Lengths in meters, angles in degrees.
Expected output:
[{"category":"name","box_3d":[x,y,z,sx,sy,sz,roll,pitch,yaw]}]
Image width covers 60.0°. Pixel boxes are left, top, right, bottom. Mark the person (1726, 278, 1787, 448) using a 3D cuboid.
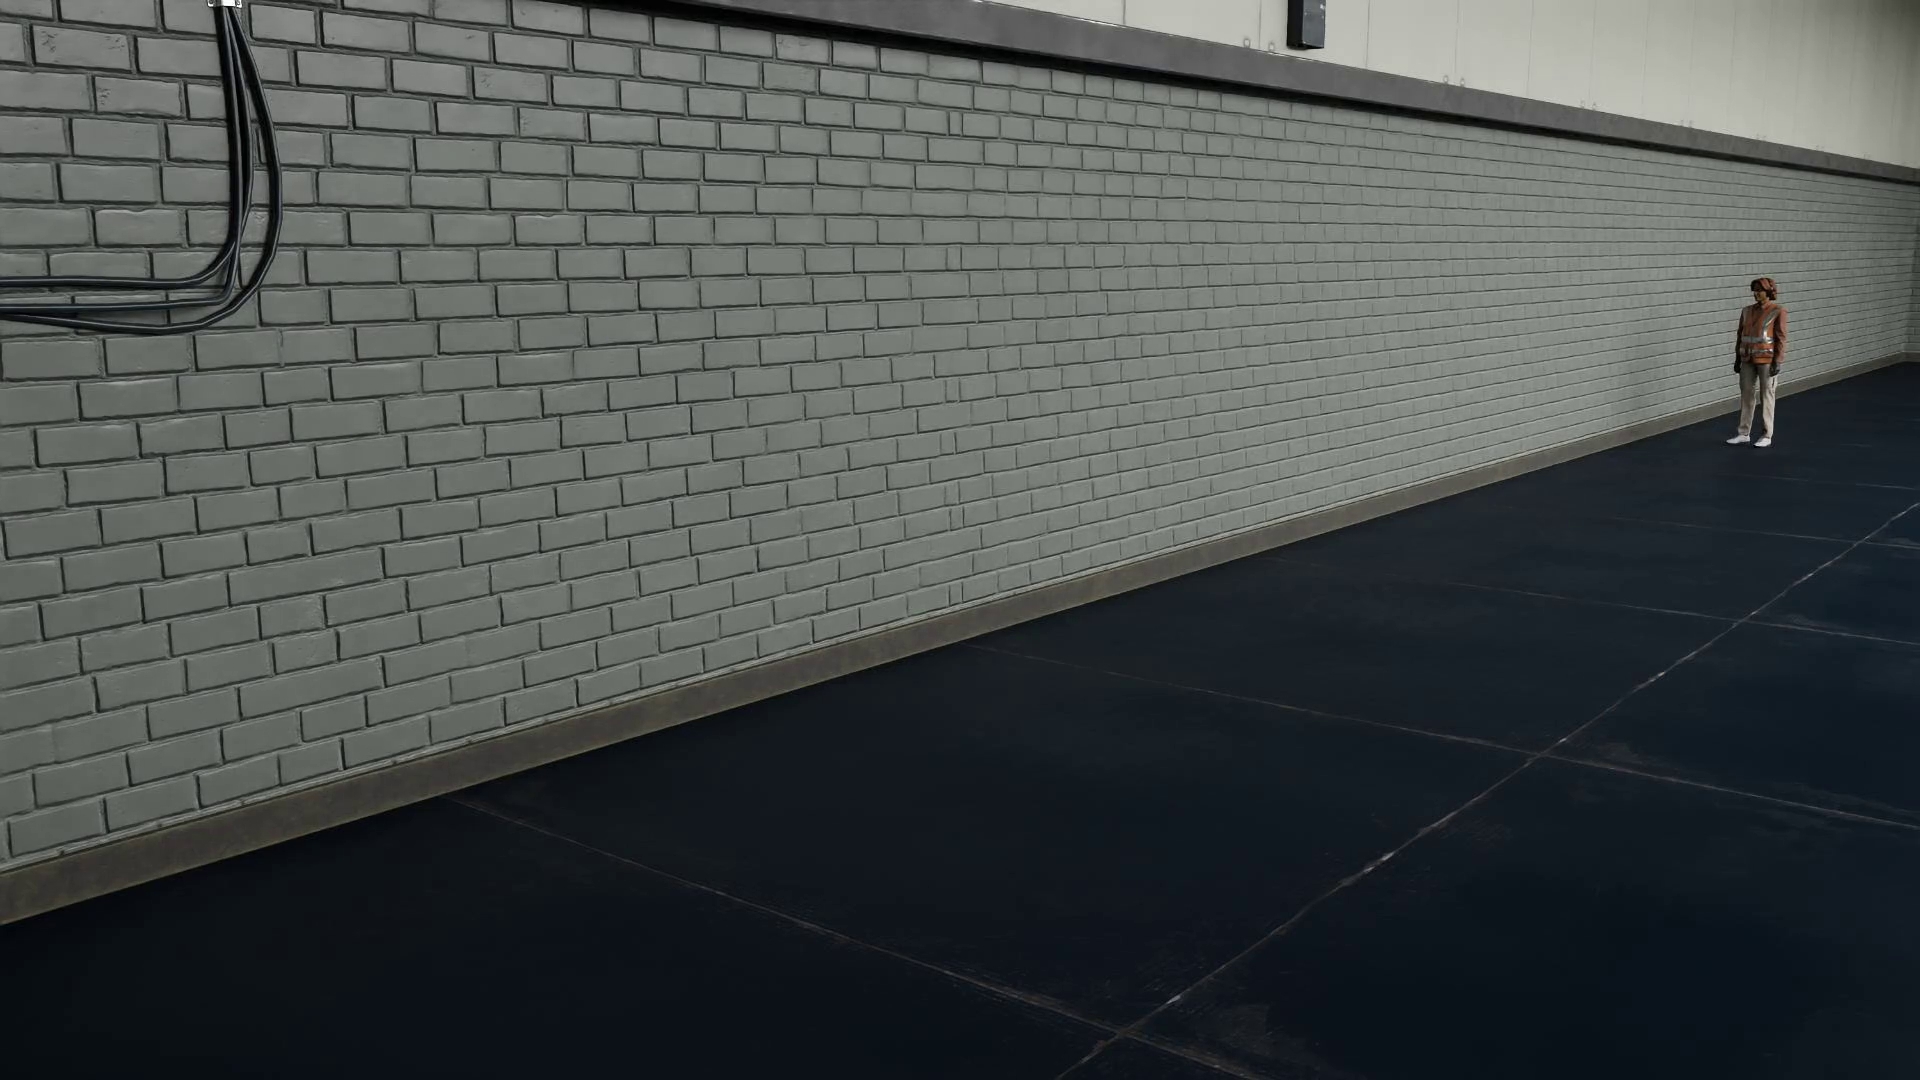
[{"category":"person","box_3d":[7.784,-1.730,16.209,0.306,1.639,0.524,-5,11,-26]}]
